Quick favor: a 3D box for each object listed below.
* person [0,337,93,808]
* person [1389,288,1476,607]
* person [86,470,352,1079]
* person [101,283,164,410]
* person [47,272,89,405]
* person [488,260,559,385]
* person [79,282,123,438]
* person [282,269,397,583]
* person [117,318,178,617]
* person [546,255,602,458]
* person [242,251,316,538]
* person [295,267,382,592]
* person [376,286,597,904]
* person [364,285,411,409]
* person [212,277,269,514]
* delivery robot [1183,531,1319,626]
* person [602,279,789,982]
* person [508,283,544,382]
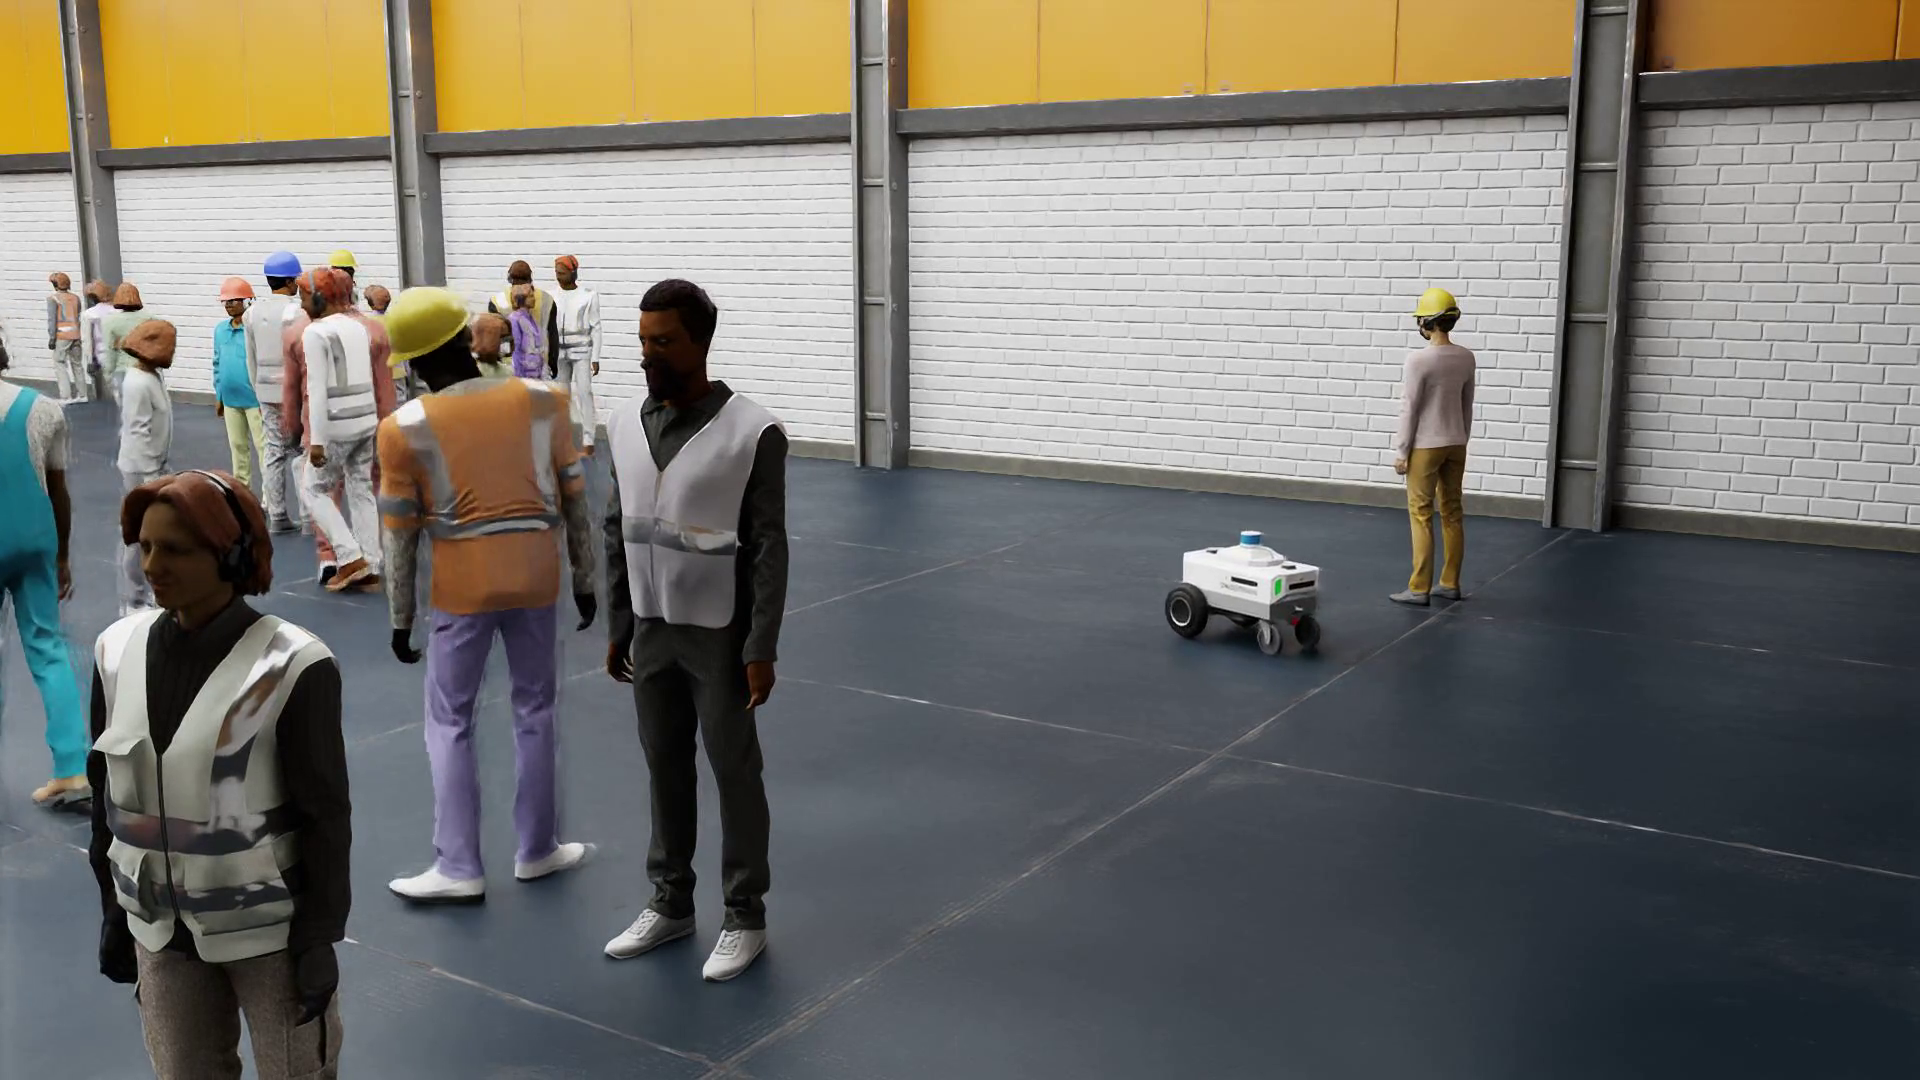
[{"bbox_3d":[-3.471,0.075,5.995,0.998,1.772,0.586,9,14,42],"label":"person"},{"bbox_3d":[2.626,-0.513,9.258,0.527,1.762,0.334,-6,12,-30],"label":"person"},{"bbox_3d":[-1.293,0.686,2.935,0.514,1.643,0.307,3,11,16],"label":"person"},{"bbox_3d":[-7.522,-1.518,15.164,0.498,1.634,0.279,-8,13,-36],"label":"person"},{"bbox_3d":[-11.000,-2.474,20.490,0.314,1.631,0.526,2,10,13],"label":"person"},{"bbox_3d":[-3.962,-1.612,15.117,0.635,1.842,0.429,-5,11,-26],"label":"person"},{"bbox_3d":[-8.602,-1.808,16.855,0.574,1.597,0.516,6,12,30],"label":"person"},{"bbox_3d":[-3.726,-0.699,10.014,0.649,1.860,1.008,-3,11,-15],"label":"person"},{"bbox_3d":[-4.237,-0.360,8.776,0.490,1.609,0.545,-2,11,-13],"label":"person"},{"bbox_3d":[-3.626,-1.706,15.507,0.584,1.886,0.347,2,10,13],"label":"person"},{"bbox_3d":[-4.568,-0.983,11.329,0.604,1.949,0.389,4,11,22],"label":"person"},{"bbox_3d":[-3.534,-0.614,9.501,0.440,1.865,0.627,2,10,13],"label":"person"},{"bbox_3d":[-1.457,0.174,5.122,0.697,1.882,0.380,-5,12,-27],"label":"person"},{"bbox_3d":[-5.024,-1.402,14.518,0.513,1.638,0.307,-9,14,-42],"label":"person"},{"bbox_3d":[-5.295,-1.062,12.309,0.559,1.751,0.326,3,11,17],"label":"person"},{"bbox_3d":[1.460,0.199,8.384,0.477,0.478,0.707,-8,13,-36],"label":"delivery robot"},{"bbox_3d":[-0.734,0.245,4.615,0.590,1.919,0.392,5,12,28],"label":"person"},{"bbox_3d":[-3.877,-1.465,14.861,0.307,1.641,0.513,1,10,4],"label":"person"}]
